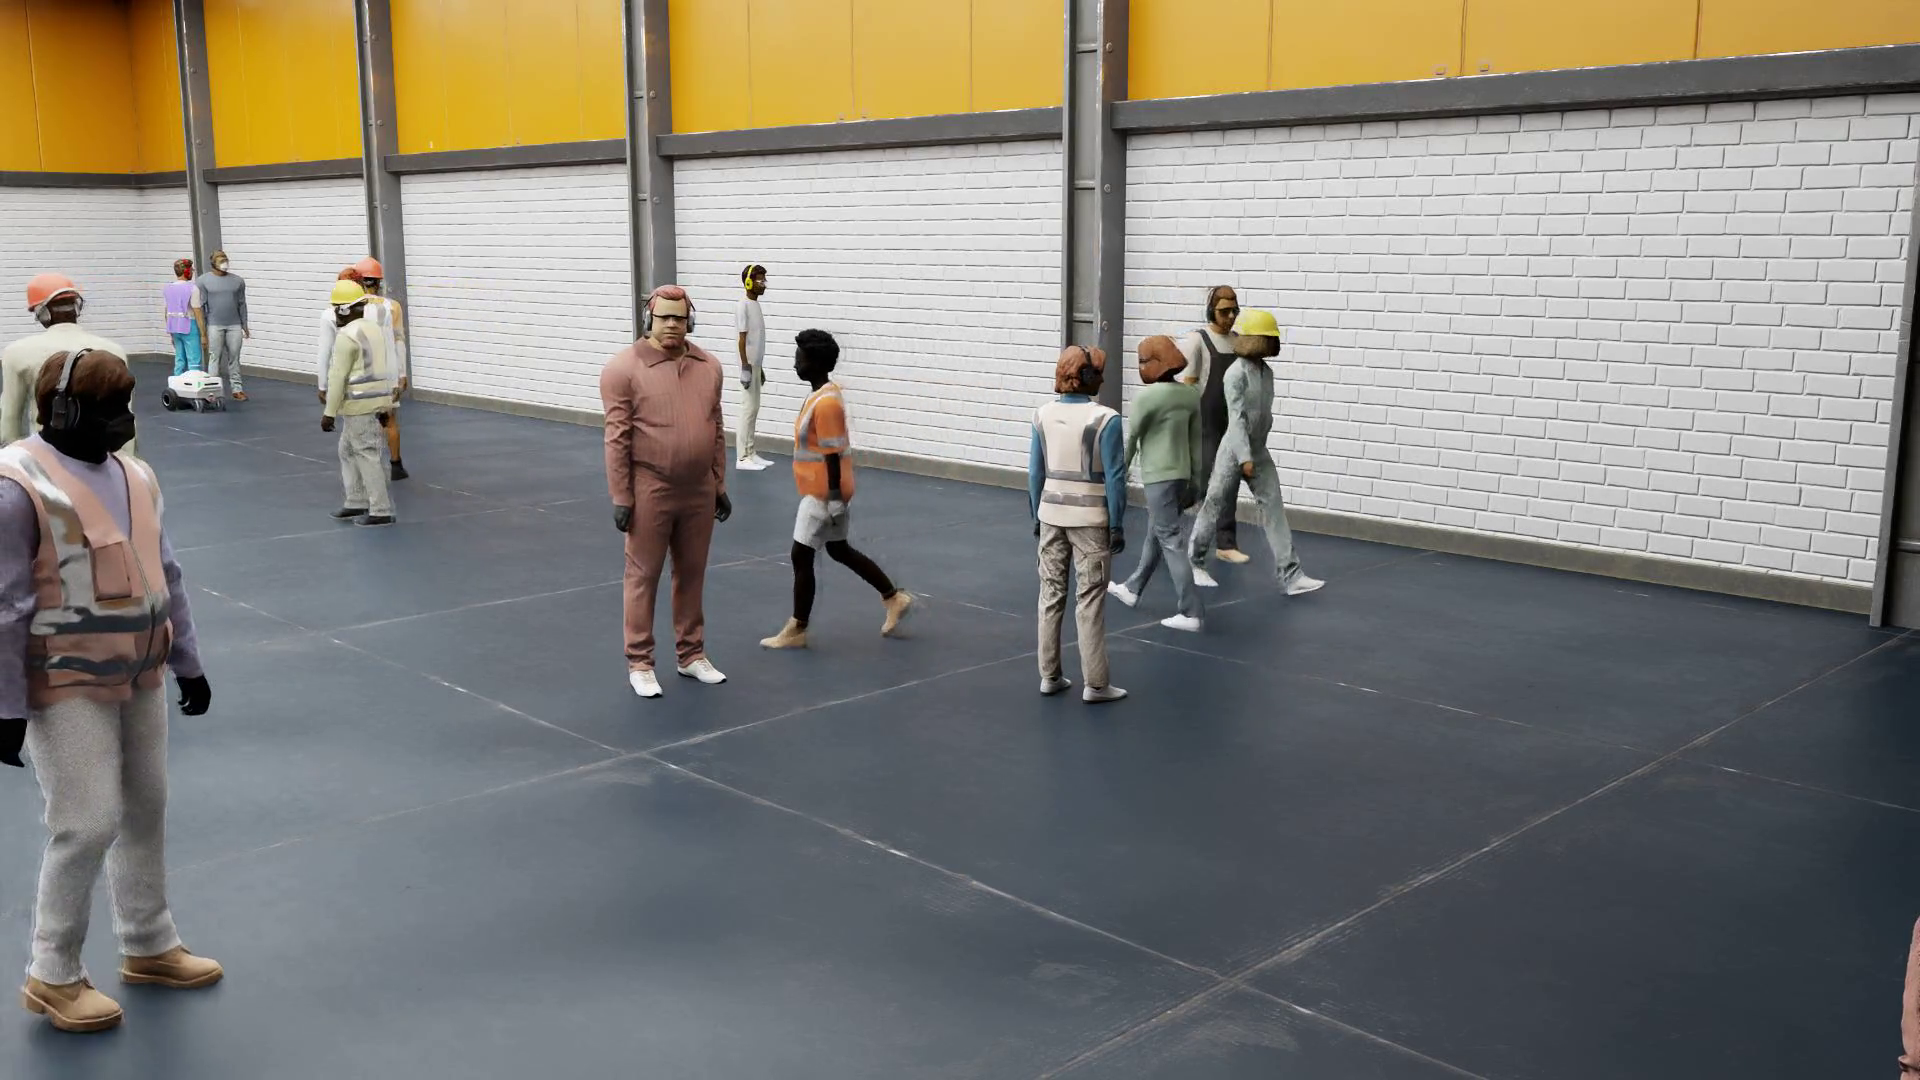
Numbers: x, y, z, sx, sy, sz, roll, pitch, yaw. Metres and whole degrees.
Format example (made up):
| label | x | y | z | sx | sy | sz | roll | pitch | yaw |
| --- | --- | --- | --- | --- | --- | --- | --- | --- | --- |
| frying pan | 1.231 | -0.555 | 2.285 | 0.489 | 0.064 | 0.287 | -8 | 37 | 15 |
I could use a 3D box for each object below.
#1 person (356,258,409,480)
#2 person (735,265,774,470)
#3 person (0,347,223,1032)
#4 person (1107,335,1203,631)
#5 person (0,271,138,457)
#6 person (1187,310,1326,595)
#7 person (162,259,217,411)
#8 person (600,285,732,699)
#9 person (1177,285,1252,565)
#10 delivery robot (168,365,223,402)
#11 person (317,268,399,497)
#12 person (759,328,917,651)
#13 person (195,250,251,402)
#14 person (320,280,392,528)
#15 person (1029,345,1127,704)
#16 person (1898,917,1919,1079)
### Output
| label | x | y | z | sx | sy | sz | roll | pitch | yaw |
| --- | --- | --- | --- | --- | --- | --- | --- | --- | --- |
| person | -5.102 | -1.478 | 14.486 | 0.551 | 1.935 | 0.371 | -2 | 11 | -13 |
| person | -1.897 | -1.576 | 15.220 | 0.309 | 1.864 | 0.535 | 2 | 11 | 9 |
| person | -2.372 | 0.393 | 4.564 | 0.428 | 1.835 | 0.665 | 2 | 11 | 11 |
| person | 1.053 | -0.326 | 9.167 | 0.494 | 1.588 | 0.837 | -10 | 14 | -44 |
| person | -4.693 | -0.443 | 8.834 | 0.619 | 1.949 | 0.926 | -9 | 14 | -40 |
| person | 1.725 | -0.513 | 9.902 | 0.497 | 1.689 | 0.943 | -10 | 14 | -43 |
| person | -9.433 | -2.494 | 20.269 | 0.563 | 1.848 | 0.390 | 4 | 11 | 23 |
| person | -1.339 | -0.231 | 7.779 | 0.643 | 1.905 | 0.399 | -9 | 14 | -41 |
| person | 1.622 | -0.757 | 10.897 | 0.532 | 1.828 | 0.631 | -8 | 13 | -37 |
| delivery robot | -9.296 | -1.885 | 20.222 | 0.707 | 0.478 | 0.477 | 7 | 13 | 34 |
| person | -4.997 | -1.303 | 13.749 | 0.607 | 1.852 | 0.796 | -7 | 12 | -33 |
| person | -0.619 | -0.262 | 8.596 | 0.797 | 1.670 | 0.535 | -2 | 11 | -9 |
| person | -9.451 | -2.738 | 21.369 | 0.656 | 1.938 | 0.362 | -9 | 14 | -41 |
| person | -4.470 | -0.974 | 12.100 | 0.678 | 1.810 | 0.597 | 0 | 10 | 1 |
| person | 0.533 | -0.067 | 7.618 | 0.515 | 1.636 | 0.314 | 9 | 14 | 40 |
| person | 2.493 | 0.495 | 3.839 | 0.637 | 1.900 | 0.404 | -6 | 12 | -29 |
